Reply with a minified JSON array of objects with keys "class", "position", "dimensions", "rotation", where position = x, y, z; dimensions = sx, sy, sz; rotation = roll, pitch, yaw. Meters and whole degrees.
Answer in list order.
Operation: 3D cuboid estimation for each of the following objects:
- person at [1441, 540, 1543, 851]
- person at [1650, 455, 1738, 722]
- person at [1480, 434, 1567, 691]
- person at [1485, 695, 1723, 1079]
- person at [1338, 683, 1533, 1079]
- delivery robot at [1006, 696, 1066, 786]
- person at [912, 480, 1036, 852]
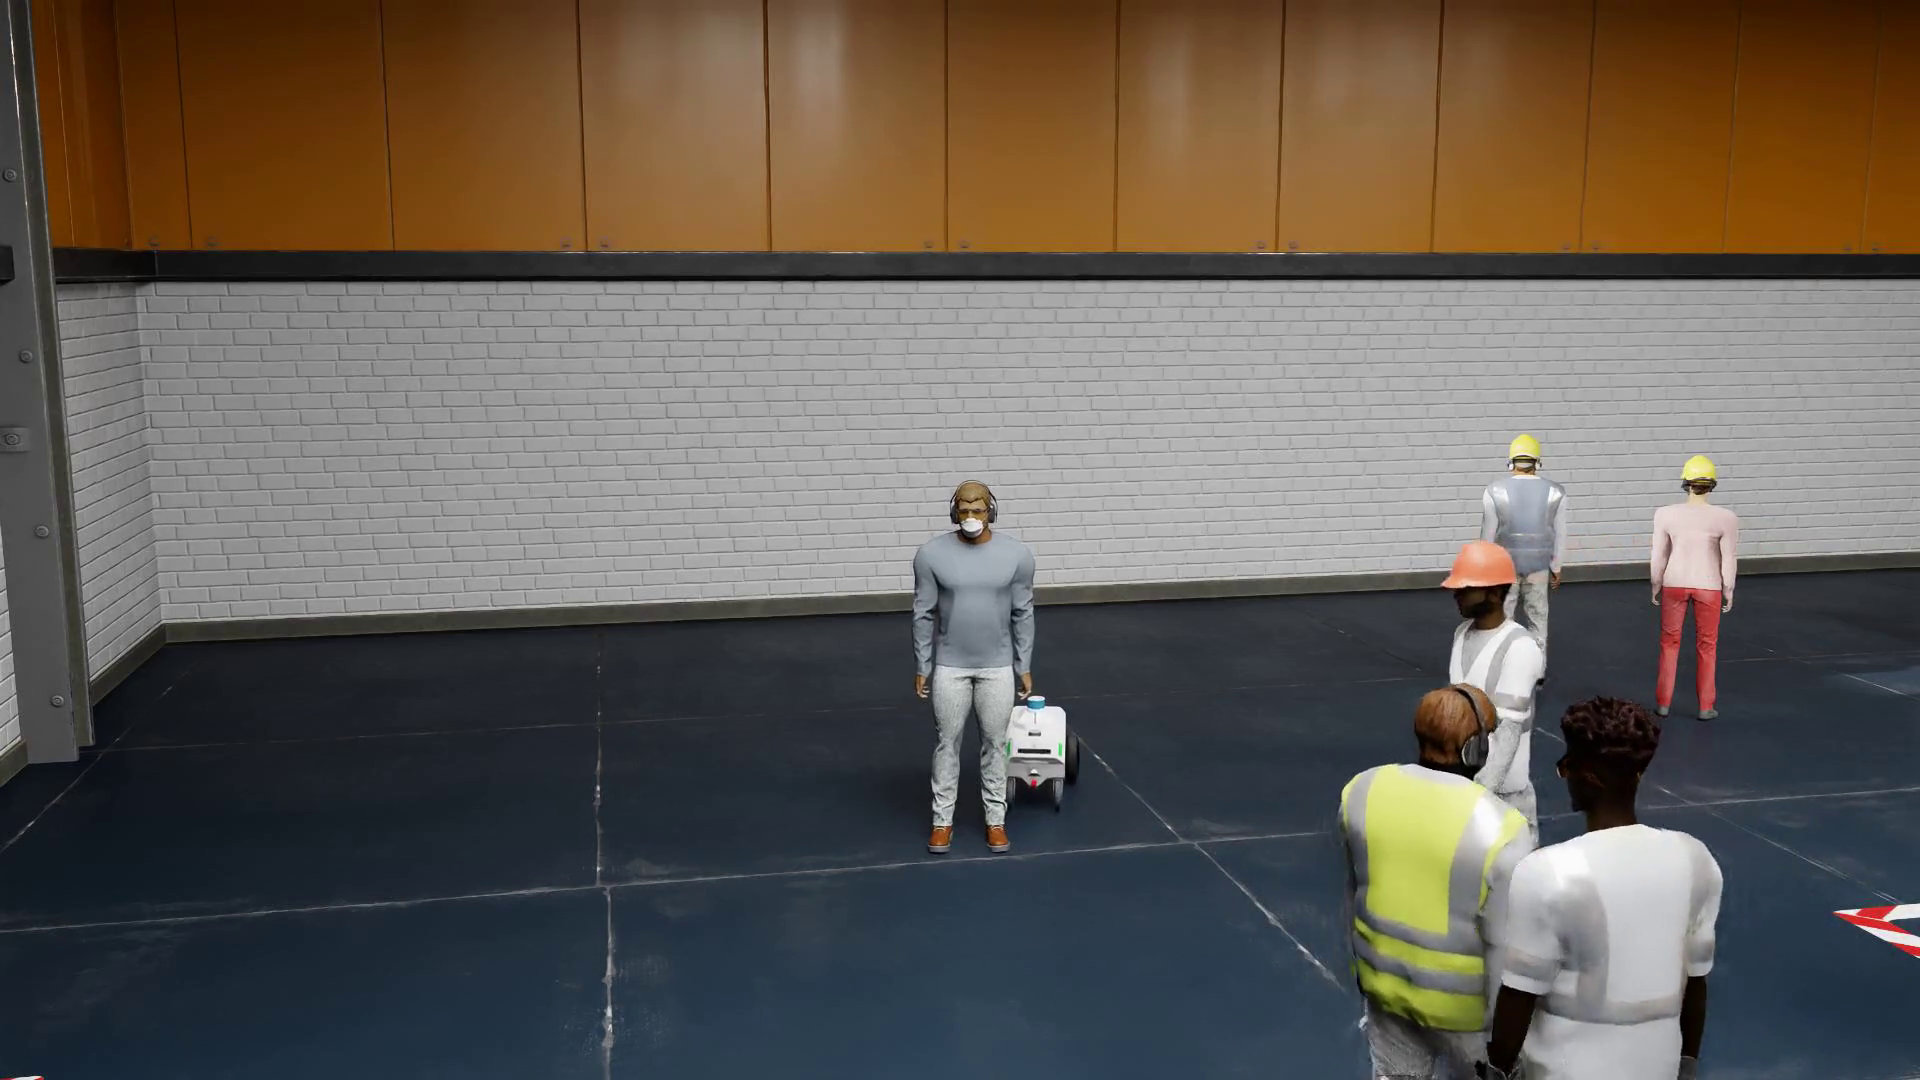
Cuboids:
[{"class":"person","position":[2.213,0.935,6.946],"dimensions":[0.986,1.898,0.545],"rotation":[-3,10,-19]},{"class":"person","position":[4.859,0.322,11.039],"dimensions":[0.530,1.772,0.300],"rotation":[5,10,26]},{"class":"person","position":[3.983,0.163,11.827],"dimensions":[0.600,1.827,0.404],"rotation":[1,9,5]},{"class":"person","position":[1.668,1.357,4.253],"dimensions":[0.610,1.935,0.931],"rotation":[-4,10,-22]},{"class":"person","position":[1.388,1.311,4.853],"dimensions":[0.453,1.830,0.630],"rotation":[-9,13,-44]},{"class":"delivery robot","position":[0.433,1.135,9.492],"dimensions":[0.477,0.478,0.707],"rotation":[1,9,4]},{"class":"person","position":[0.070,0.648,8.537],"dimensions":[0.633,1.938,0.356],"rotation":[0,9,-1]}]
